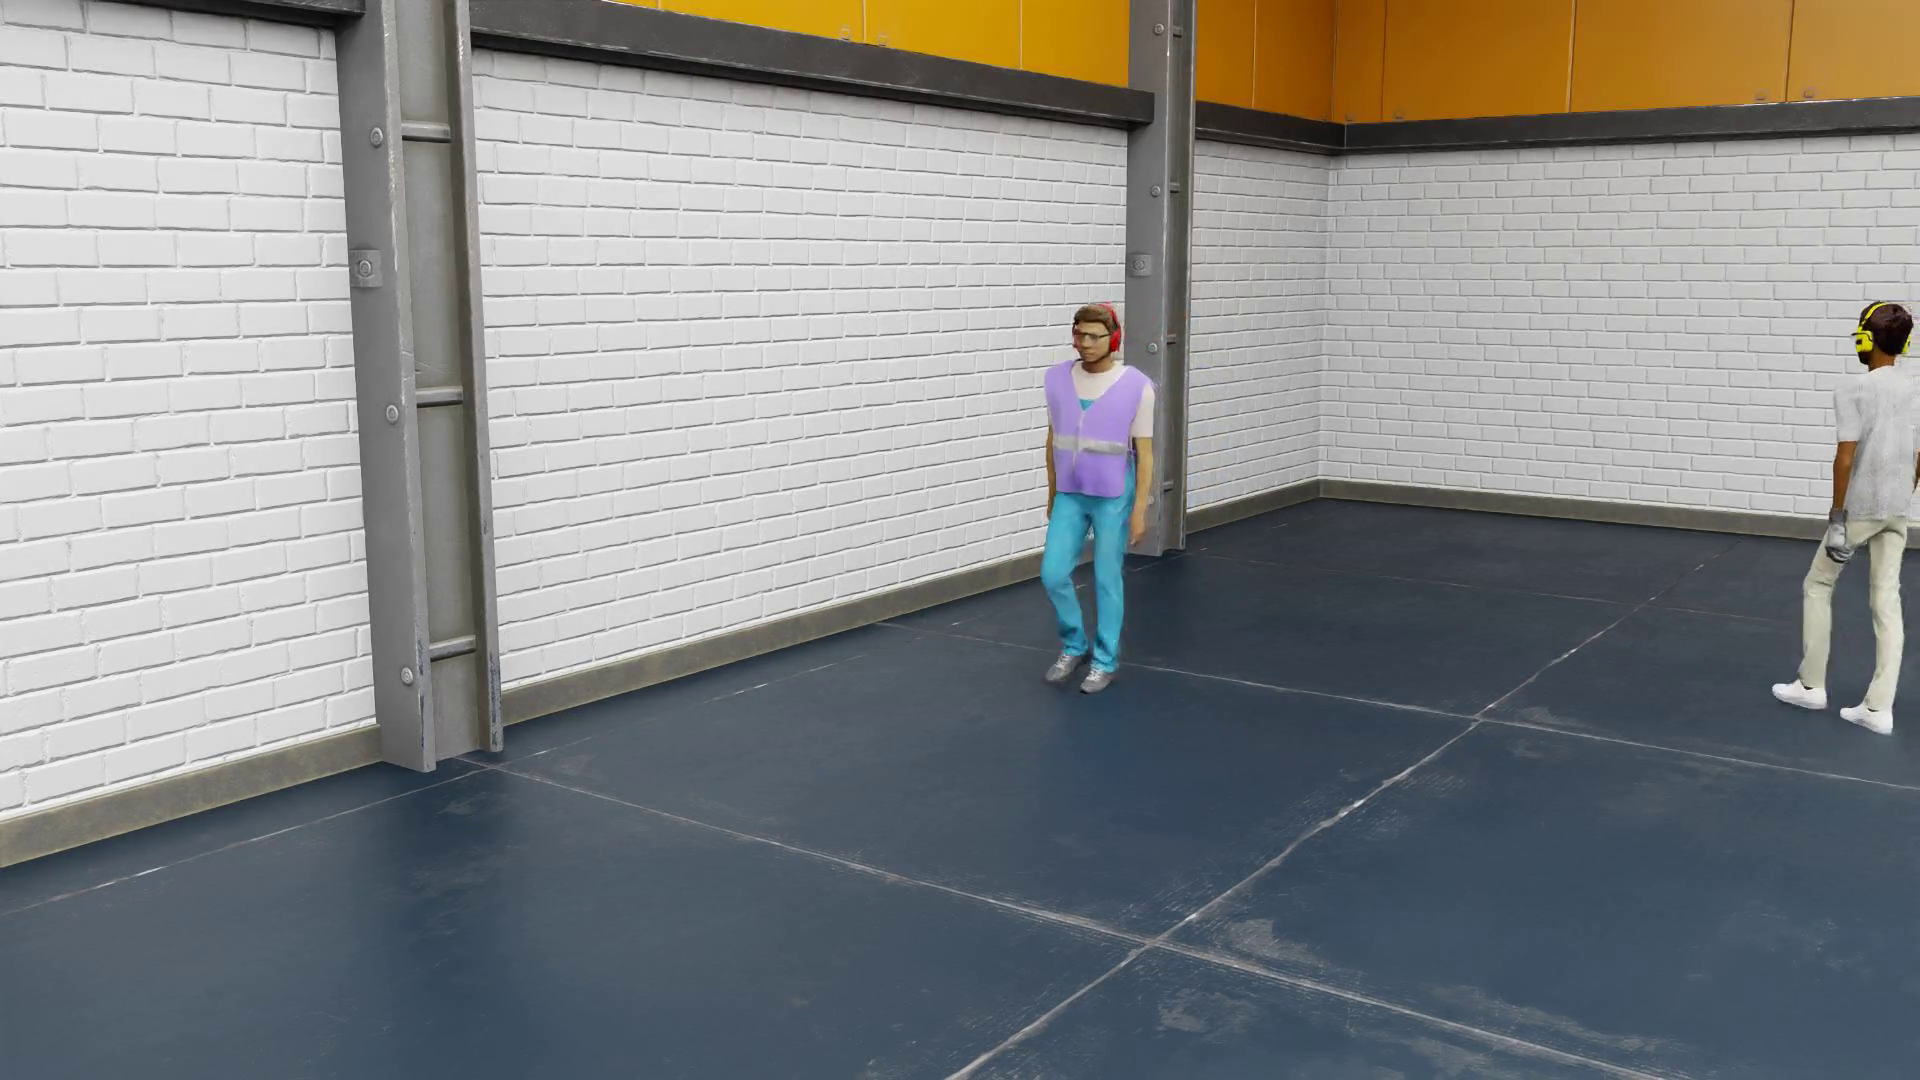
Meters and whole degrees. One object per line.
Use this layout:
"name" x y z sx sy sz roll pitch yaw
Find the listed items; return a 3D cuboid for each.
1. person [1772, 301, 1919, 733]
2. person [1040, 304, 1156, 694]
"person" 3.946 -0.118 7.334 0.540 1.833 0.788 -2 10 -10
"person" 0.632 -0.177 7.730 0.579 1.820 0.467 6 11 30
